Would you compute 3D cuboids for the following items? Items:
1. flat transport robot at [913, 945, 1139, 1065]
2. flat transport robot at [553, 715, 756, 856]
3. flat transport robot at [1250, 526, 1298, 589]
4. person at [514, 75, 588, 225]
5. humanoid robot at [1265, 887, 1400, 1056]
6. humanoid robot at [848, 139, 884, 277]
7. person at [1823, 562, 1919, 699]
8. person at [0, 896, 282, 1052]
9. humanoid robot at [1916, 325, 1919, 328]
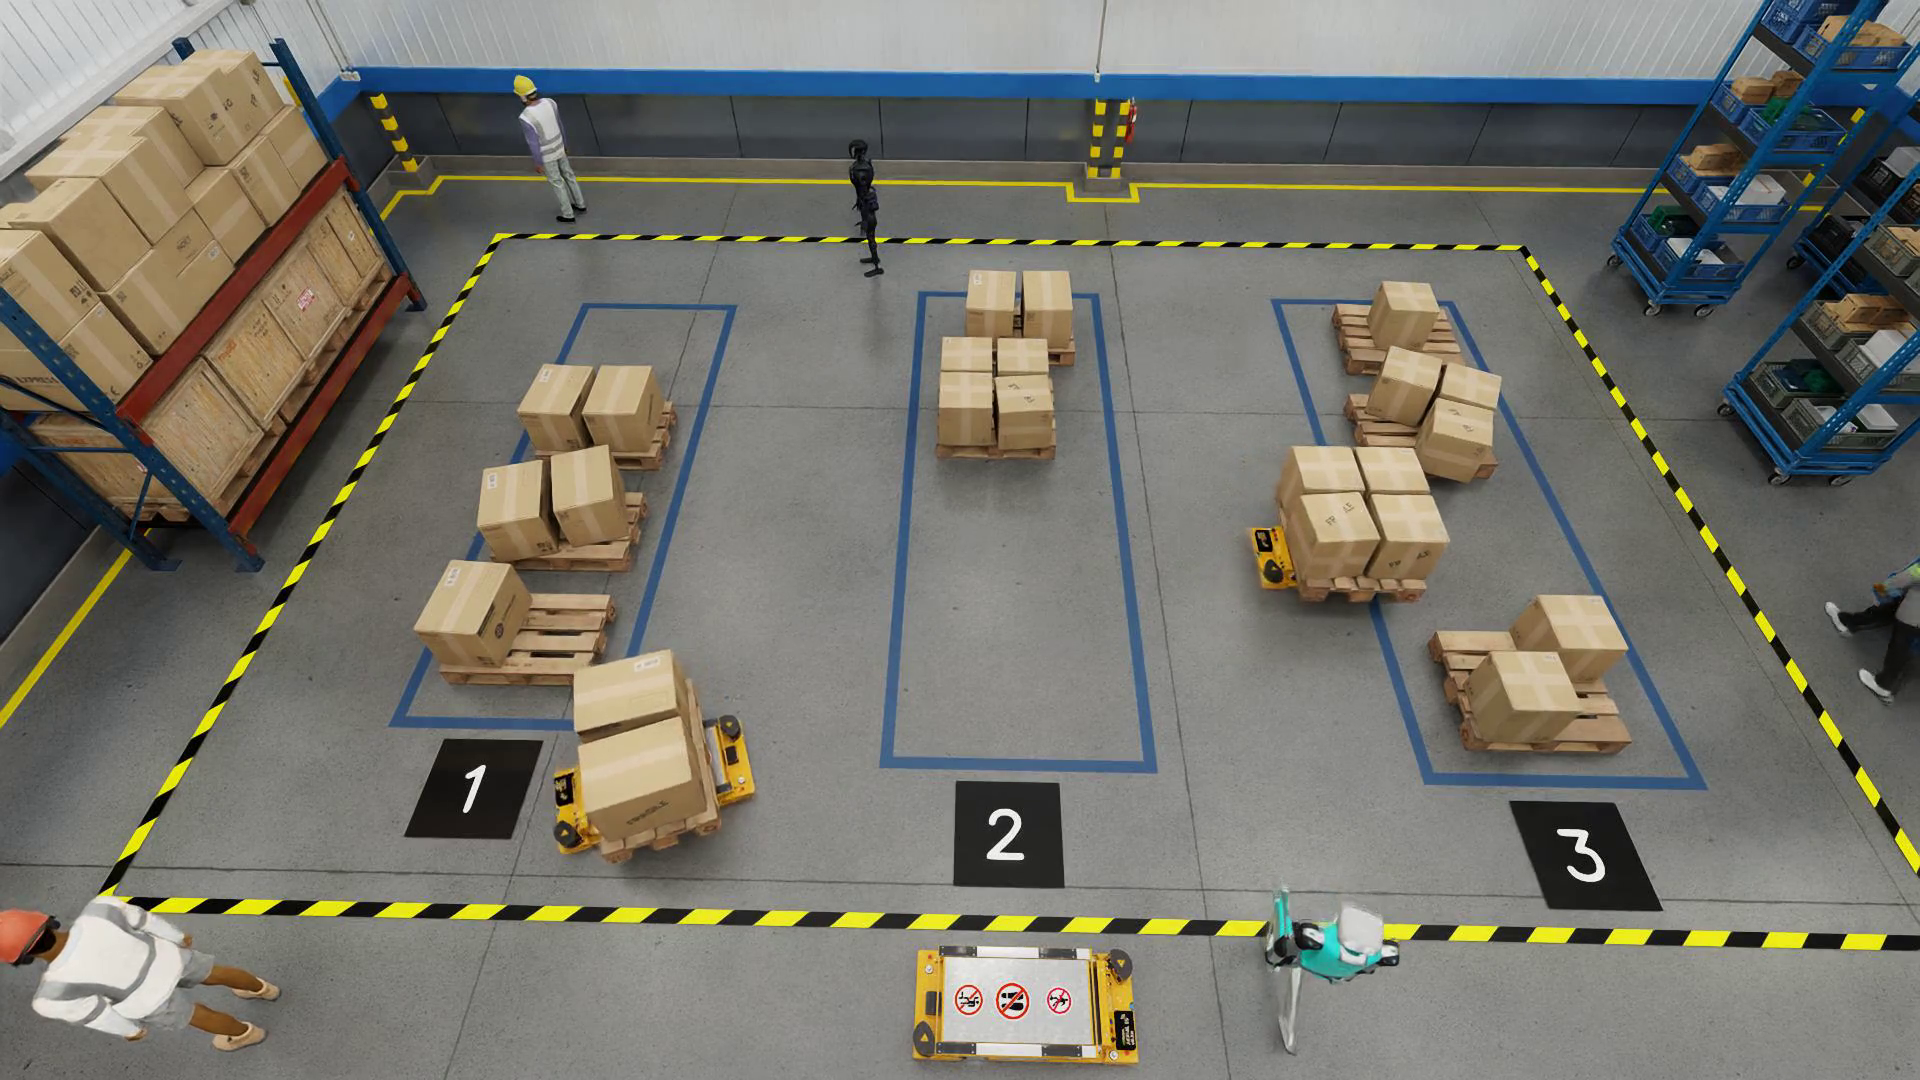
[{"bbox_3d":[0.422,3.041,6.007,1.431,0.231,0.659,1,51,1],"label":"flat transport robot"},{"bbox_3d":[-2.337,1.834,6.973,1.431,0.197,0.652,-15,52,-12],"label":"flat transport robot"},{"bbox_3d":[3.438,0.135,8.358,1.431,0.197,0.652,1,51,1],"label":"flat transport robot"},{"bbox_3d":[-5.125,-4.844,11.427,0.404,1.827,0.598,17,53,13],"label":"person"},{"bbox_3d":[2.125,2.430,5.552,0.548,1.729,1.003,9,51,7],"label":"humanoid robot"},{"bbox_3d":[-1.111,-3.882,10.732,0.315,1.657,0.599,-8,51,-6],"label":"humanoid robot"},{"bbox_3d":[7.617,0.429,7.149,0.598,1.797,0.981,4,51,3],"label":"person"},{"bbox_3d":[-4.705,2.543,5.278,0.406,2.030,0.607,-1,51,-1],"label":"person"},{"bbox_3d":[10.147,-2.207,9.381,0.584,1.644,0.443,-11,52,-9],"label":"humanoid robot"}]
